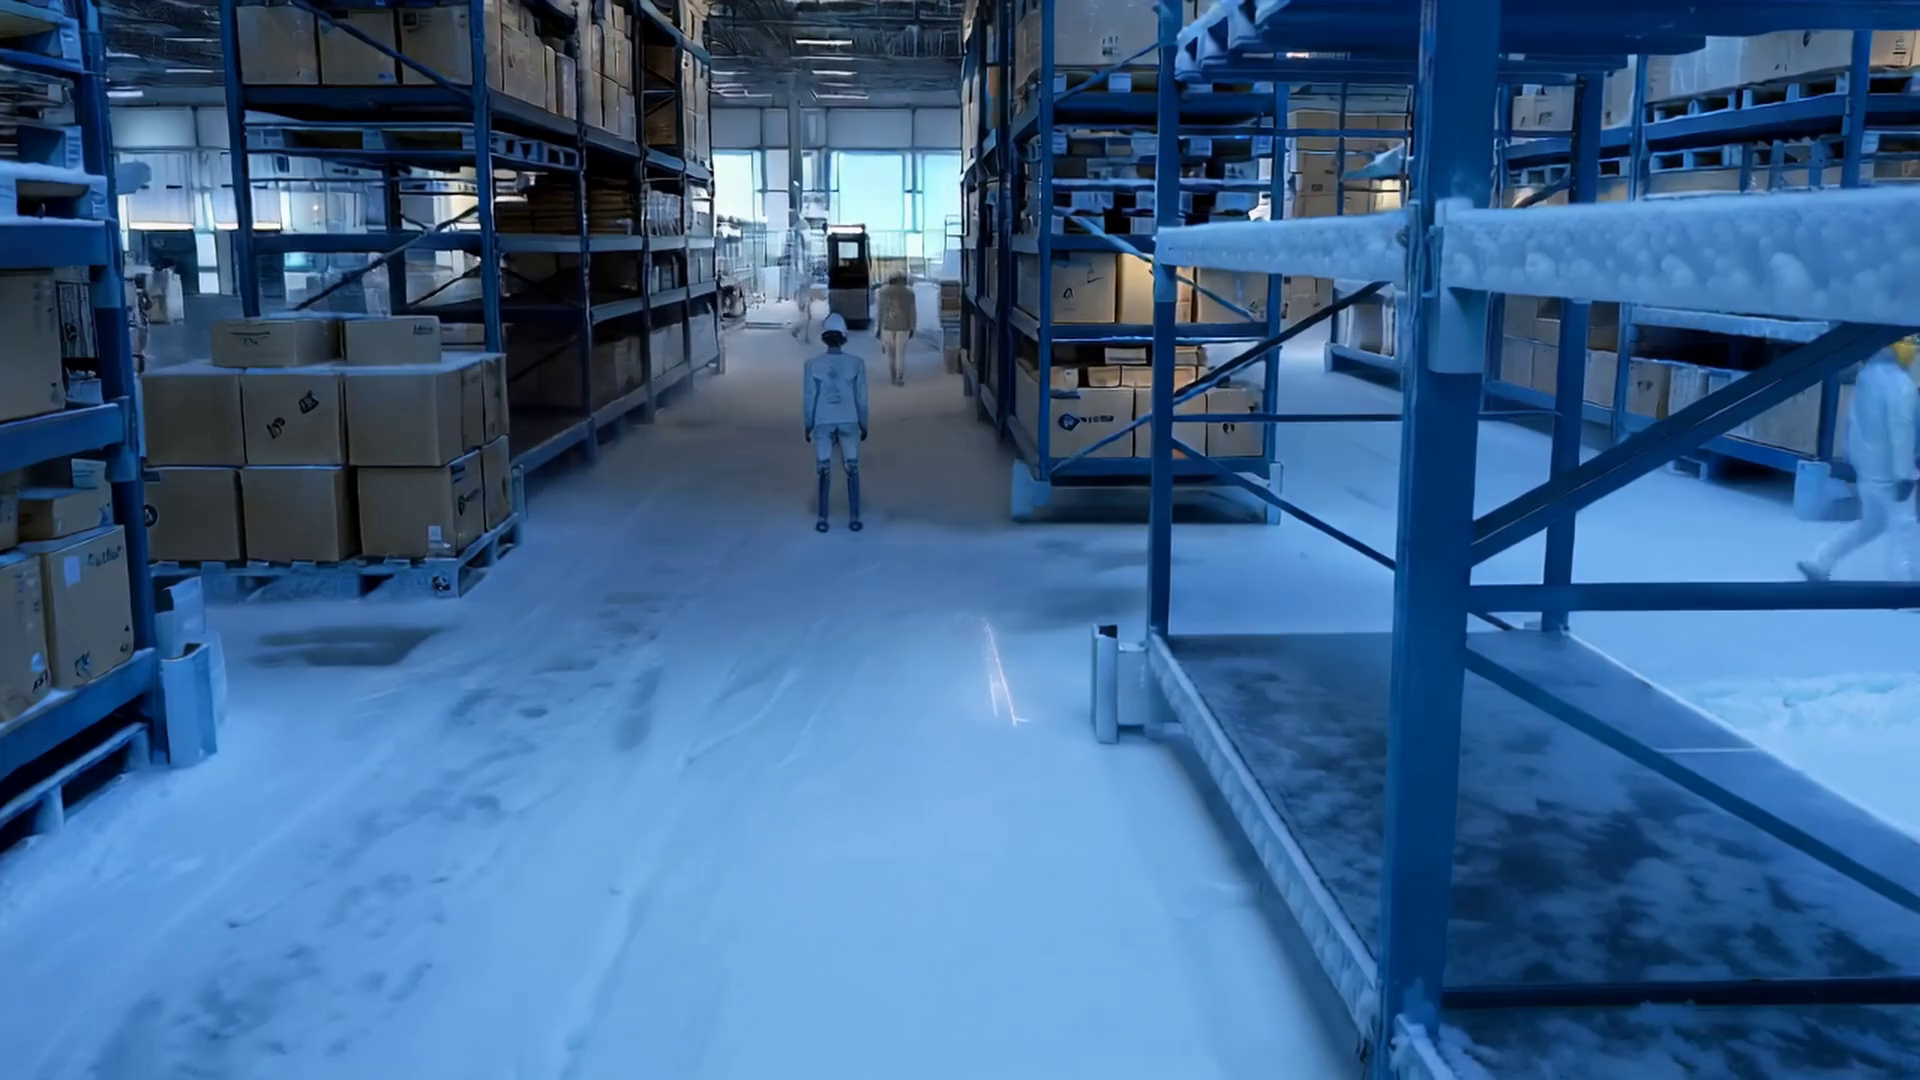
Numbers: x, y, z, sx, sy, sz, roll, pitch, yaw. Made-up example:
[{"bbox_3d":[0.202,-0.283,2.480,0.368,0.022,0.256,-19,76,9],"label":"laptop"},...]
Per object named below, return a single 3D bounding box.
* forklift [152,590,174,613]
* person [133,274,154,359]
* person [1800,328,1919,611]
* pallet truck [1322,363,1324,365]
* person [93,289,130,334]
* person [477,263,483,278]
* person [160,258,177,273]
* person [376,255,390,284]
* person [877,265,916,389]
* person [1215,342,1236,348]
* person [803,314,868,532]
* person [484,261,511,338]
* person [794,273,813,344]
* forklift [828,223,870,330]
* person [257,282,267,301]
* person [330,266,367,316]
[{"bbox_3d":[-5.858,-0.811,9.639,1.873,2.768,1.129,-1,10,-3],"label":"forklift"},{"bbox_3d":[-16.402,-4.480,33.373,0.316,1.695,0.542,-3,11,-15],"label":"person"},{"bbox_3d":[5.897,-0.482,10.638,0.788,1.871,0.739,2,10,11],"label":"person"},{"bbox_3d":[7.712,-4.157,30.737,1.885,1.965,0.823,3,11,16],"label":"pallet truck"},{"bbox_3d":[-14.326,-3.692,28.140,0.857,2.016,0.622,8,13,36],"label":"person"},{"bbox_3d":[-16.708,-9.128,58.657,0.588,1.922,0.395,-5,11,-27],"label":"person"},{"bbox_3d":[-24.293,-7.702,50.930,0.373,1.854,0.750,7,12,33],"label":"person"},{"bbox_3d":[-19.214,-8.530,55.418,1.026,1.895,0.623,-8,13,-39],"label":"person"},{"bbox_3d":[-1.019,-3.439,26.810,0.623,1.966,0.748,1,10,7],"label":"person"},{"bbox_3d":[5.937,-5.207,36.761,0.373,1.937,0.630,-5,11,-26],"label":"person"},{"bbox_3d":[-1.002,-0.937,13.449,0.522,1.769,0.311,-1,10,-5],"label":"person"},{"bbox_3d":[-10.142,-5.238,36.919,0.793,1.943,0.609,-5,11,-27],"label":"person"},{"bbox_3d":[-3.578,-5.266,37.965,0.407,1.627,0.519,-6,12,-30],"label":"person"},{"bbox_3d":[-2.975,-7.046,44.372,1.129,2.768,1.873,0,10,-2],"label":"forklift"},{"bbox_3d":[-27.827,-10.311,65.516,0.991,1.817,0.505,4,11,23],"label":"person"},{"bbox_3d":[-10.153,-3.585,27.716,0.352,1.937,0.635,9,13,40],"label":"person"}]
